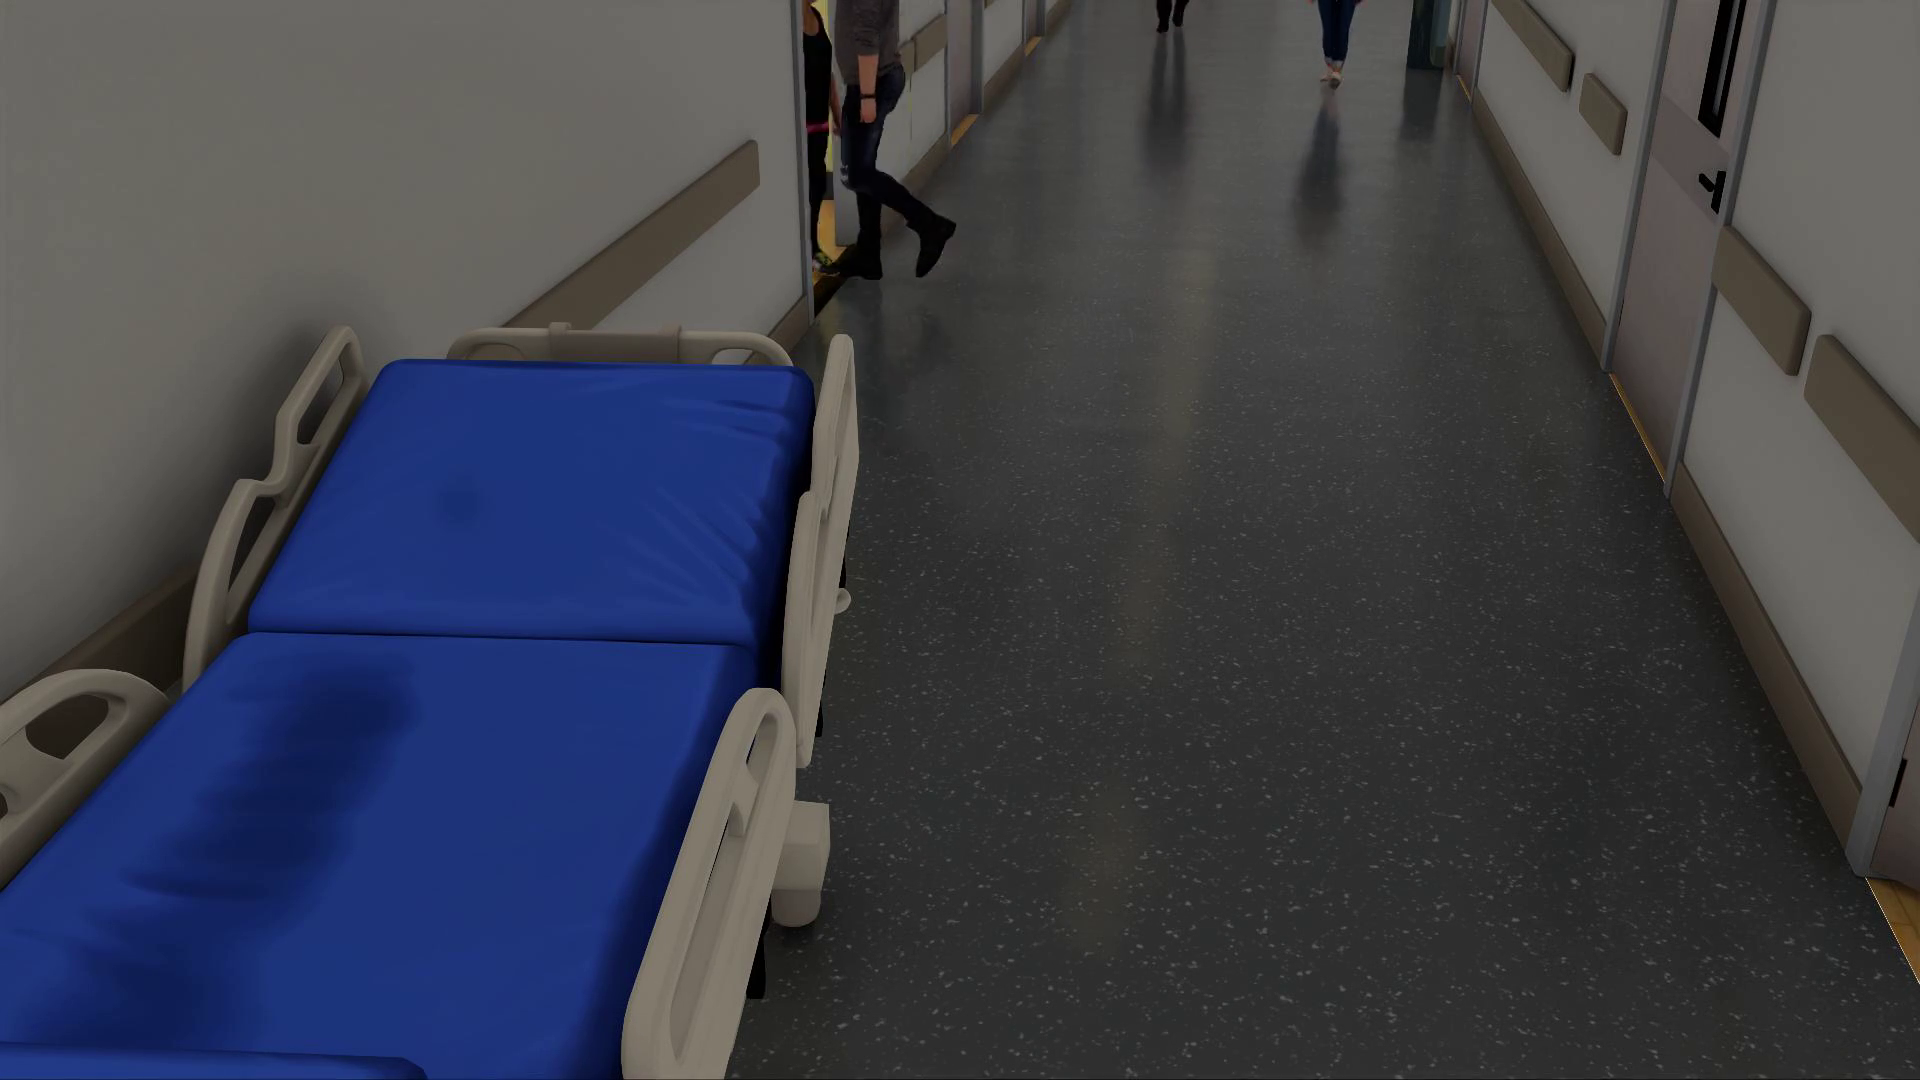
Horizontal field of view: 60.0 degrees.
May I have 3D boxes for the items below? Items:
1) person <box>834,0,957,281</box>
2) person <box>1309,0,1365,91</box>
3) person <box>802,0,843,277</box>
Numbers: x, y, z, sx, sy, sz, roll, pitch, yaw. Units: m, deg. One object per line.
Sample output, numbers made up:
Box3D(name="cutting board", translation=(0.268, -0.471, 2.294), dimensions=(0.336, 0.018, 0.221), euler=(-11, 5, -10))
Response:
Box3D(name="person", translation=(-0.340, -2.114, 7.779), dimensions=(0.931, 1.881, 0.765), euler=(0, 26, -1))
Box3D(name="person", translation=(2.839, -4.138, 12.482), dimensions=(0.906, 1.442, 0.696), euler=(7, 27, 14))
Box3D(name="person", translation=(-0.822, -2.070, 8.077), dimensions=(0.706, 1.543, 0.641), euler=(13, 29, 25))
